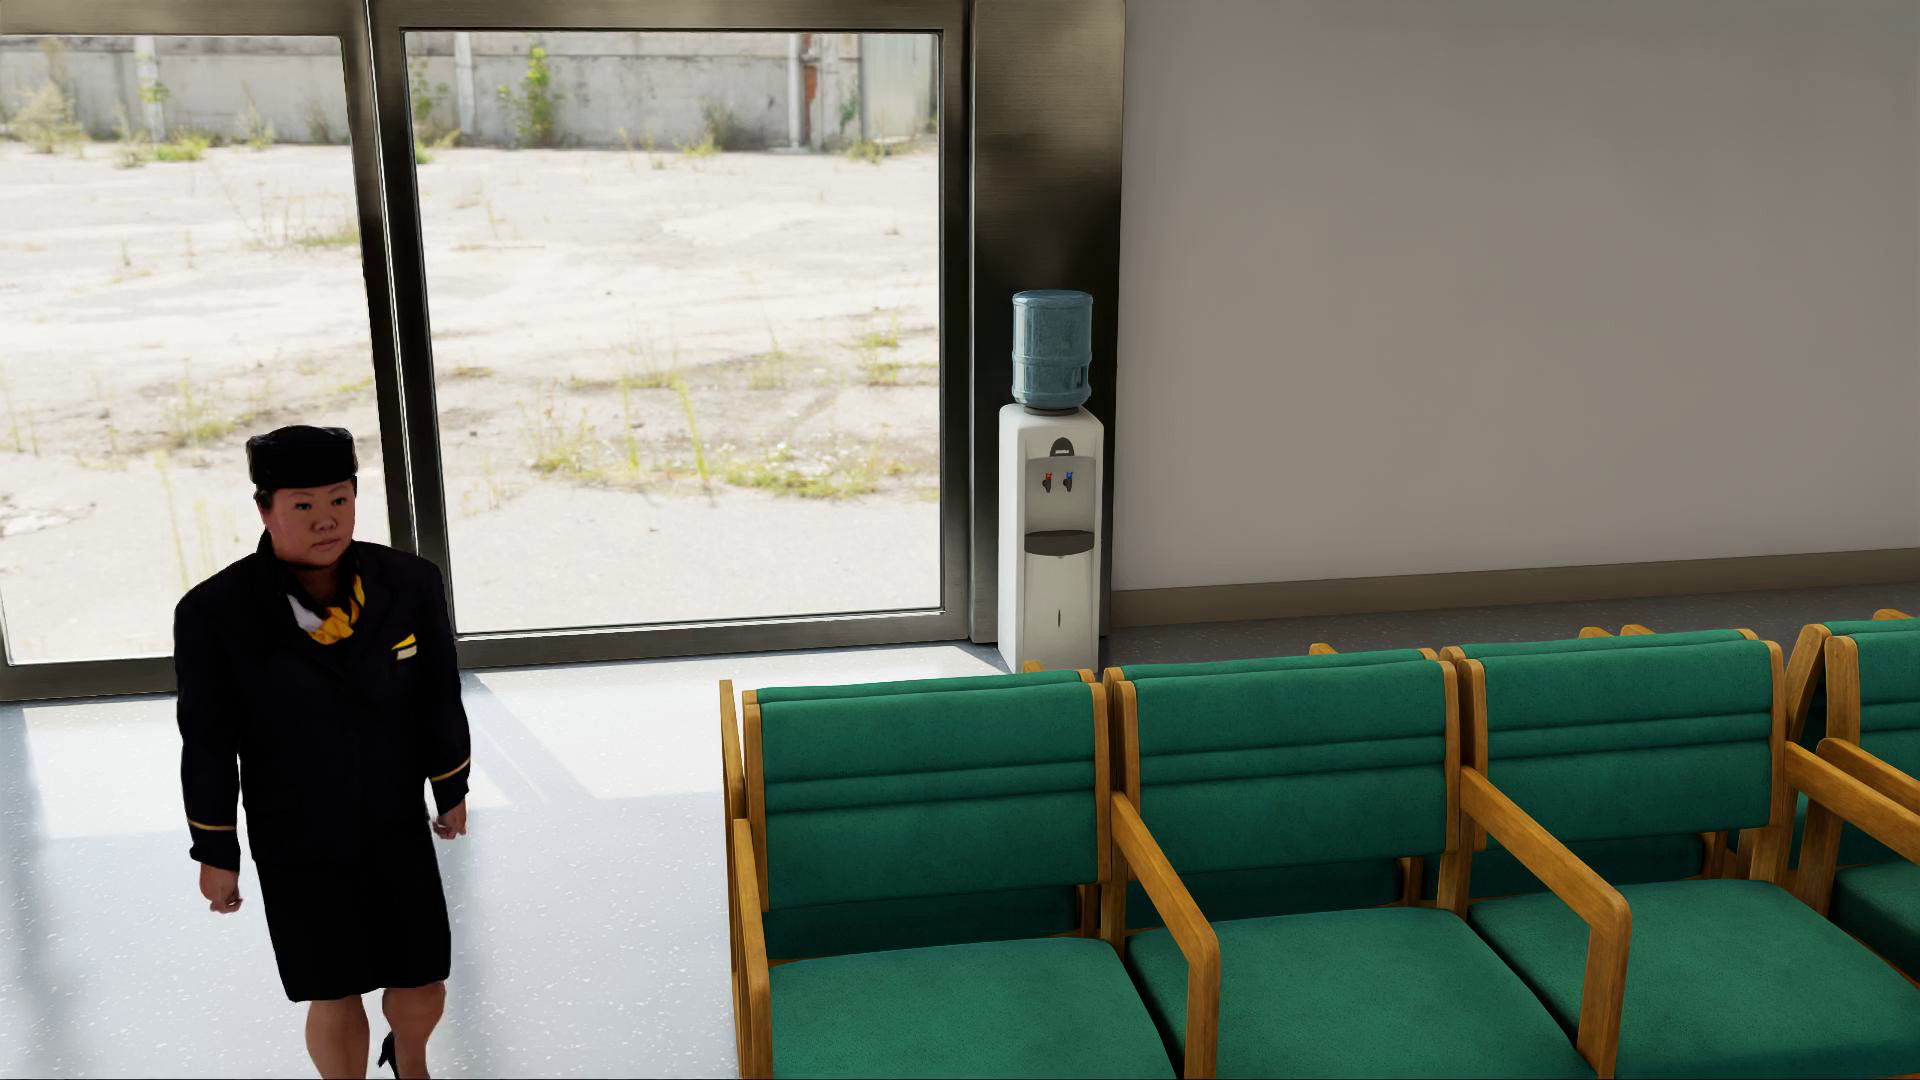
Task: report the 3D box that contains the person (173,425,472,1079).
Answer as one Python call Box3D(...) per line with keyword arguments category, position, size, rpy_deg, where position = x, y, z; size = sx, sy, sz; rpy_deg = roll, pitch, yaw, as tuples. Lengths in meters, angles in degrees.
Box3D(category="person", position=(-1.282, 0.568, 3.419), size=(0.783, 1.666, 0.754), rpy_deg=(-7, 17, -25))
